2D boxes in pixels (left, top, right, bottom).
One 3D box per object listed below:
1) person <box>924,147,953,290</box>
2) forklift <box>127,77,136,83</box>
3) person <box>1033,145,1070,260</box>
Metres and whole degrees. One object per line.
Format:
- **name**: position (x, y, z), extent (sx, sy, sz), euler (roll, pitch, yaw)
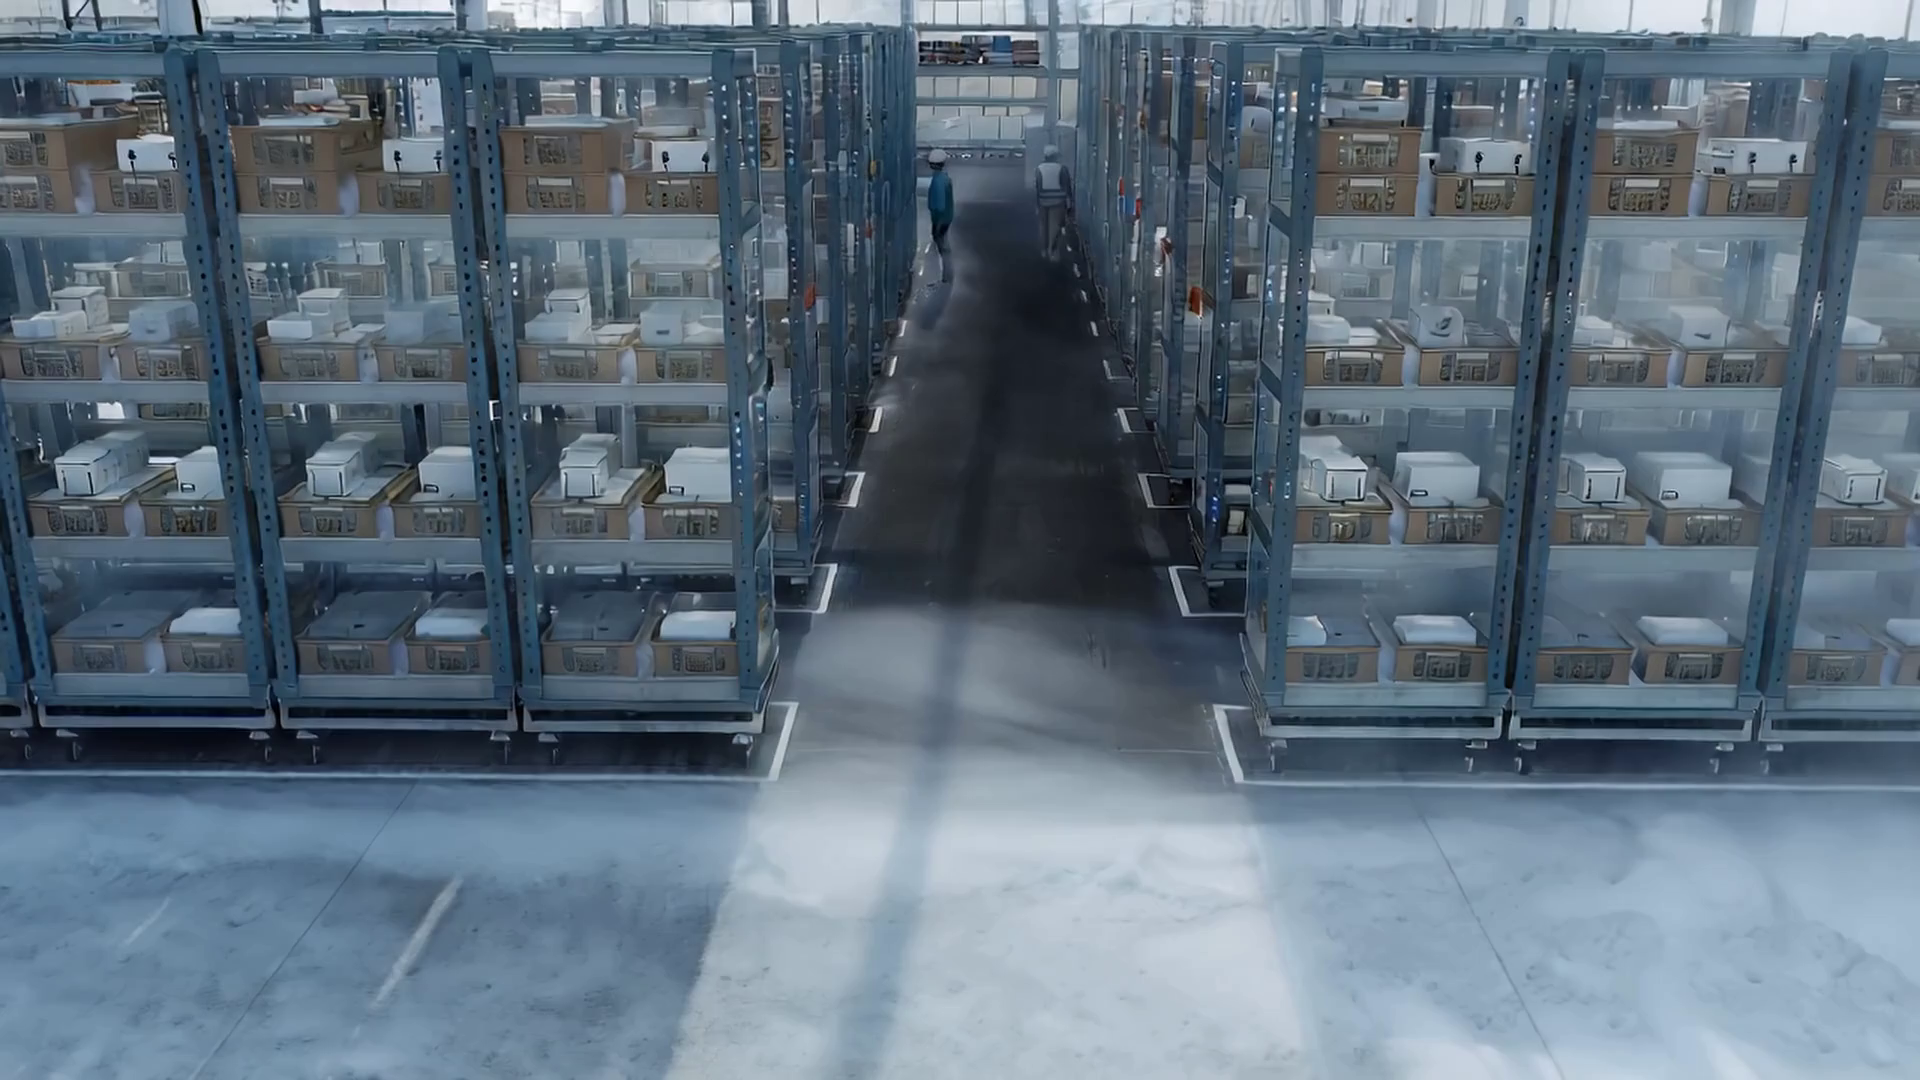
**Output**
- **person**: position (-0.306, -4.549, 23.590), extent (0.397, 1.992, 0.622), euler (-4, 18, -13)
- **forklift**: position (-24.932, -13.110, 49.419), extent (1.129, 2.768, 1.873), euler (-16, 24, -42)
- **person**: position (1.467, -5.399, 26.633), extent (0.586, 1.803, 0.850), euler (1, 17, 3)
